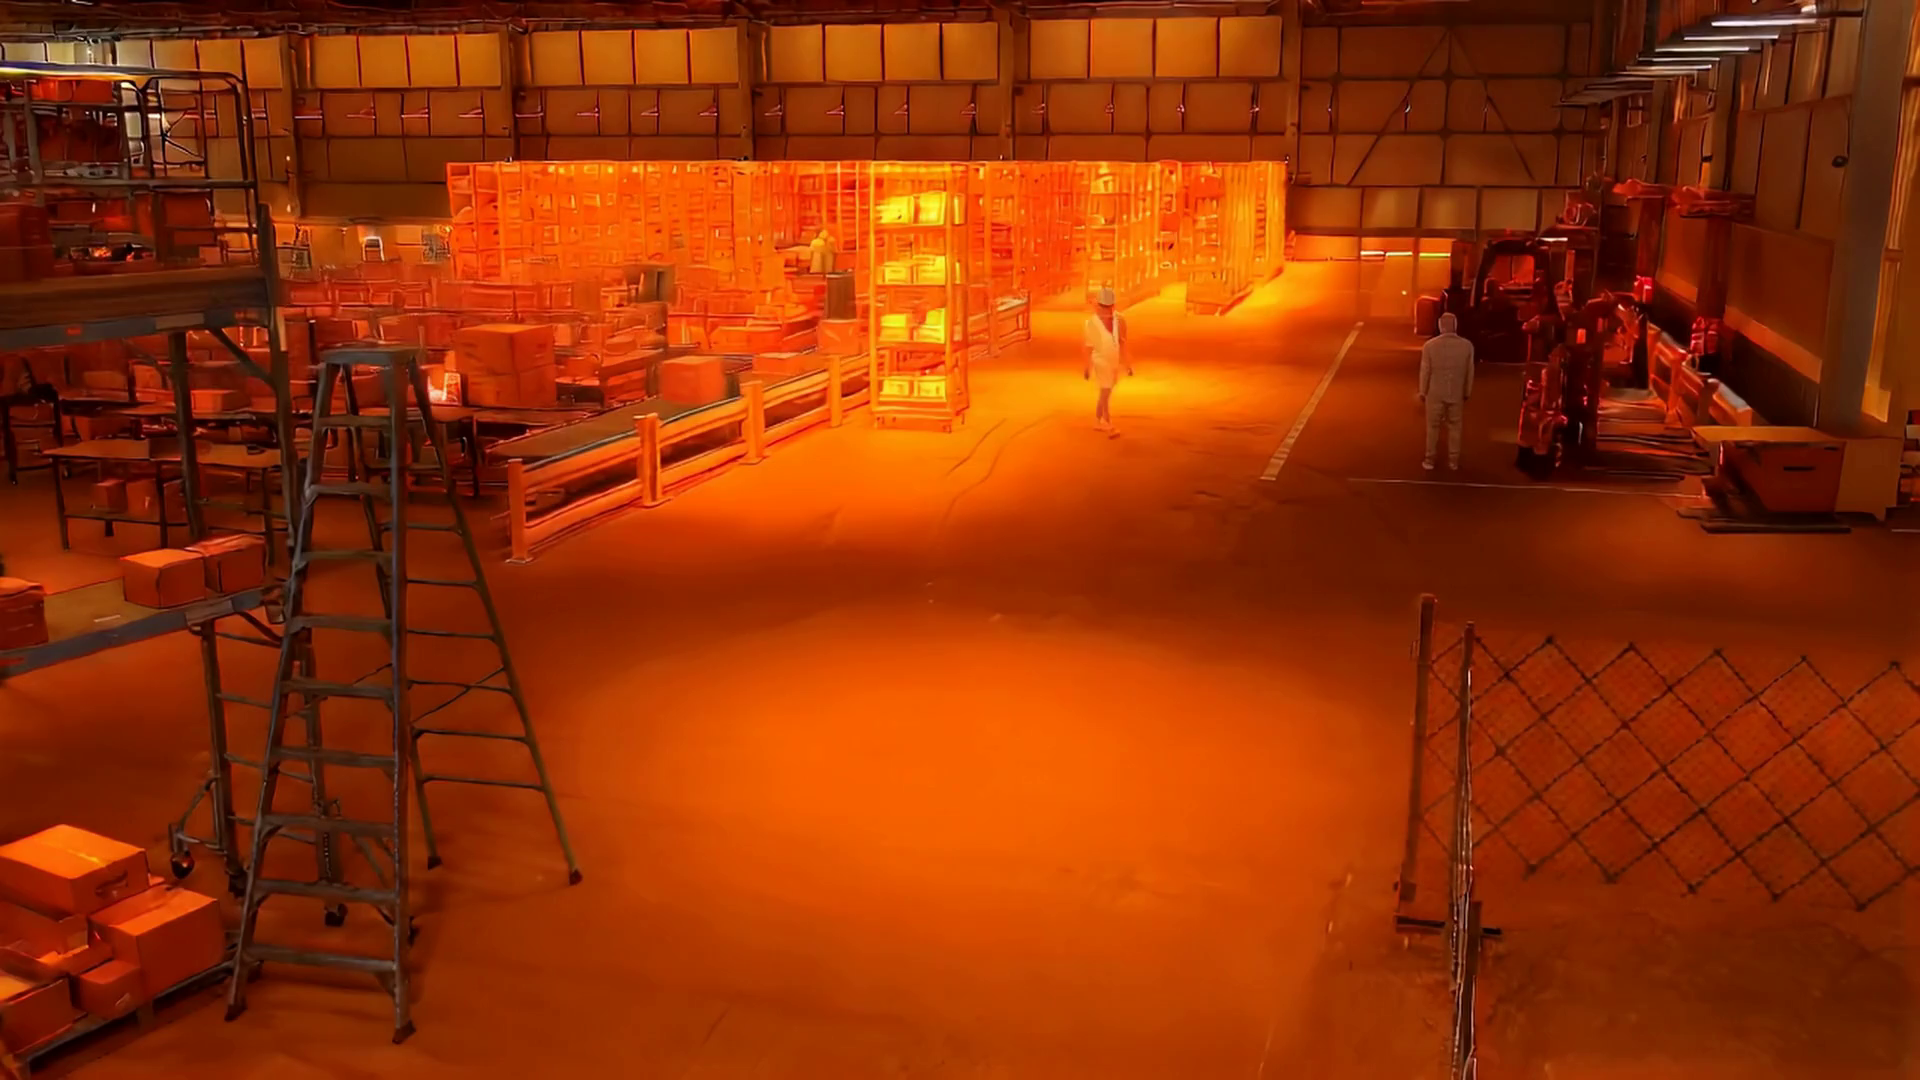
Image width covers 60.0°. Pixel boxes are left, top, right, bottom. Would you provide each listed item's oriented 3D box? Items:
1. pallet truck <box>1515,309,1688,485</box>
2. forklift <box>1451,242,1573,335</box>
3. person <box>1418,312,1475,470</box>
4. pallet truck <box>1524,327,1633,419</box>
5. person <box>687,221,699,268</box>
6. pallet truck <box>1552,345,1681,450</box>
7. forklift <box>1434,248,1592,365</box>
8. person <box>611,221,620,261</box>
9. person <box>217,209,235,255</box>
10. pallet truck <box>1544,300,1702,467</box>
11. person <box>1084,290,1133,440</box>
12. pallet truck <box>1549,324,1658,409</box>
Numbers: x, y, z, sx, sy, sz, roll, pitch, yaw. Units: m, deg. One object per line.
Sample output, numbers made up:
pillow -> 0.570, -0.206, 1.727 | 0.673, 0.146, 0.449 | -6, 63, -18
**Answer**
pallet truck -> 7.554, -1.677, 19.446 | 1.885, 1.965, 0.823 | 3, 13, 14
forklift -> 10.464, -4.597, 31.405 | 2.680, 1.987, 1.157 | 4, 14, 16
person -> 5.867, -1.793, 20.133 | 0.646, 1.913, 0.409 | 1, 13, 3
pallet truck -> 9.065, -2.460, 24.370 | 1.522, 1.261, 0.704 | 3, 13, 14
person -> -8.159, -8.869, 50.878 | 0.403, 1.830, 0.587 | -5, 14, -20
pallet truck -> 8.641, -1.896, 21.908 | 1.630, 1.274, 0.653 | 4, 14, 16
forklift -> 9.780, -4.111, 29.280 | 2.680, 1.987, 1.157 | 3, 13, 14
person -> -10.485, -8.958, 51.000 | 0.405, 1.946, 0.610 | 8, 15, 32
person -> -28.058, -11.749, 63.528 | 0.887, 1.721, 0.541 | 4, 13, 15
pallet truck -> 8.263, -1.952, 20.631 | 1.885, 1.965, 0.823 | 5, 14, 20
person -> 1.981, -2.382, 22.515 | 0.610, 1.993, 1.053 | -6, 14, -24
pallet truck -> 9.824, -2.669, 25.407 | 1.601, 1.201, 0.680 | 4, 14, 16
